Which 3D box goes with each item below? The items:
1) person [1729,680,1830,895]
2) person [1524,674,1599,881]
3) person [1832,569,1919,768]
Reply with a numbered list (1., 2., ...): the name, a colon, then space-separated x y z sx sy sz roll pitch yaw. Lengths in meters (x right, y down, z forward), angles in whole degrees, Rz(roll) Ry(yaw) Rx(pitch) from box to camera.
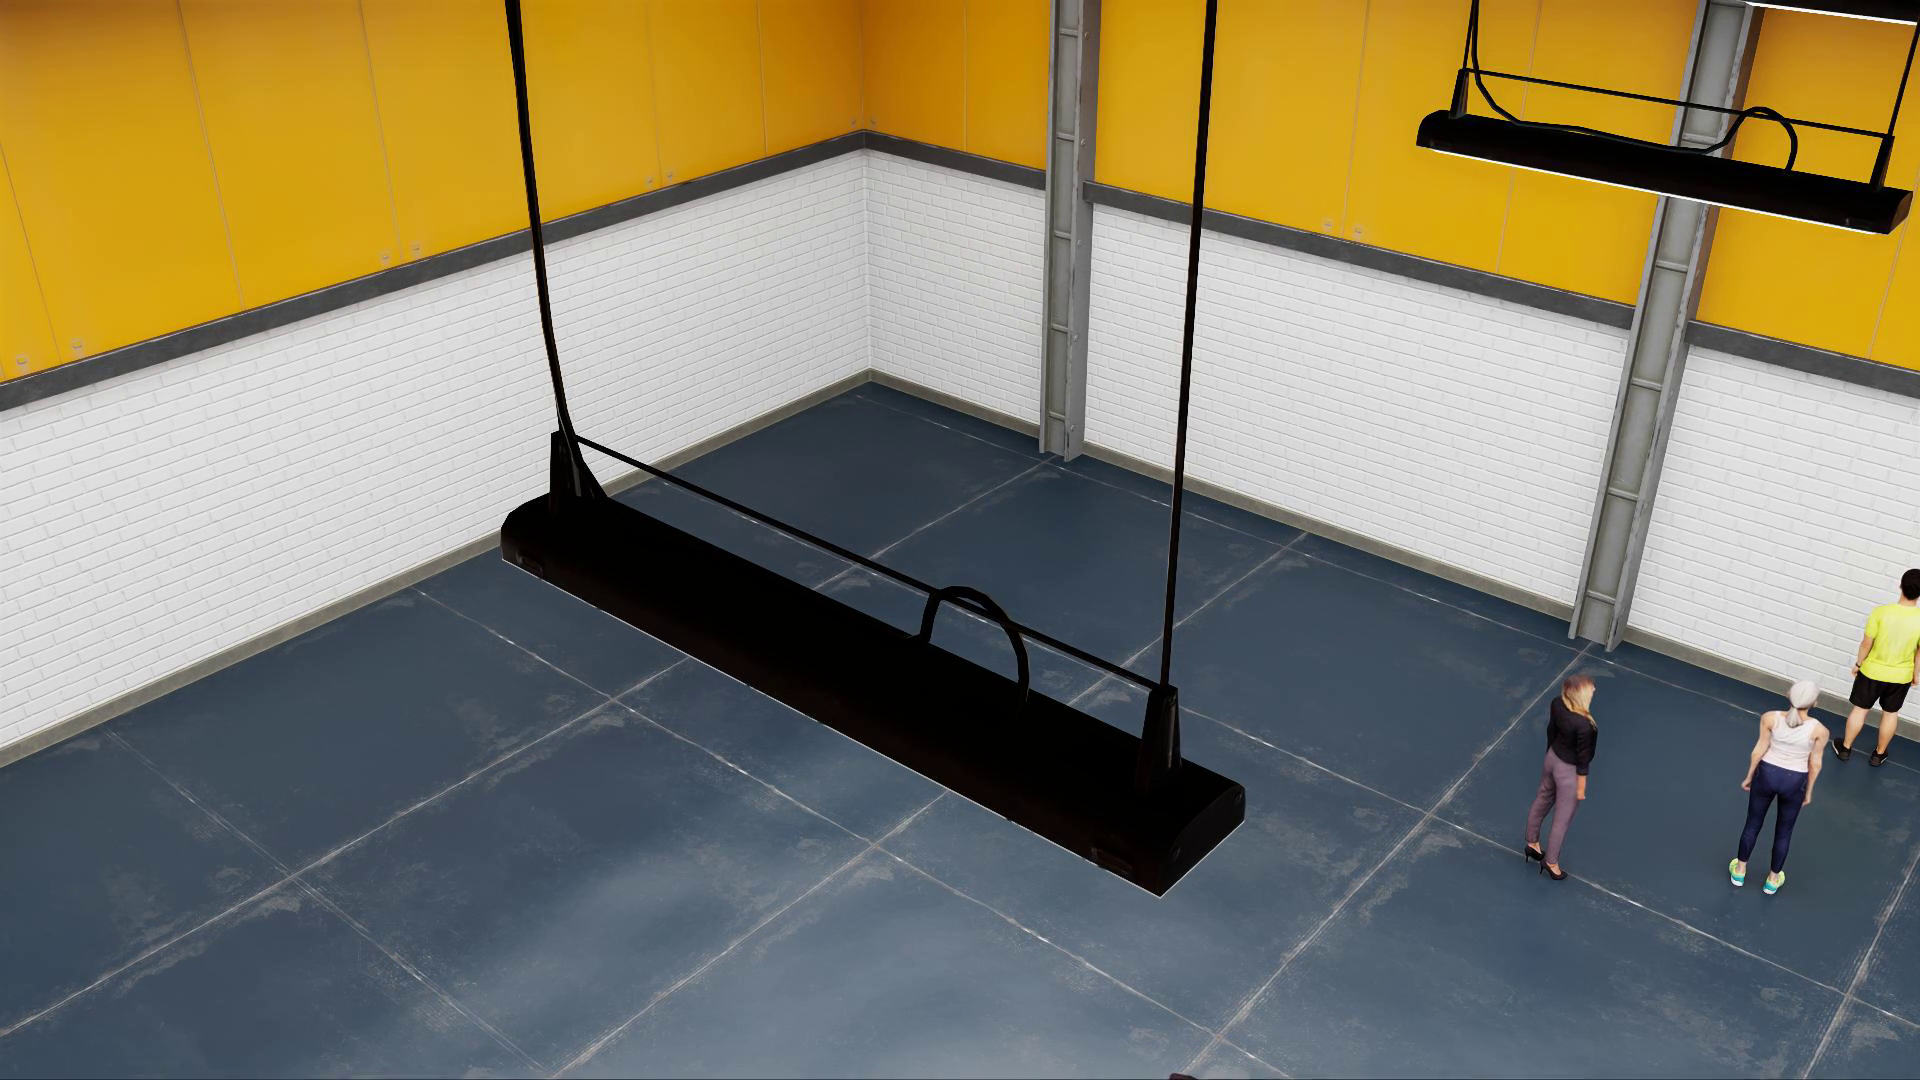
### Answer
1. person: 5.724 1.716 11.626 0.518 1.702 0.691 16 33 27
2. person: 4.254 1.659 11.762 0.738 1.672 0.641 -8 30 -14
3. person: 7.223 0.995 12.940 0.565 1.709 0.733 12 31 21
